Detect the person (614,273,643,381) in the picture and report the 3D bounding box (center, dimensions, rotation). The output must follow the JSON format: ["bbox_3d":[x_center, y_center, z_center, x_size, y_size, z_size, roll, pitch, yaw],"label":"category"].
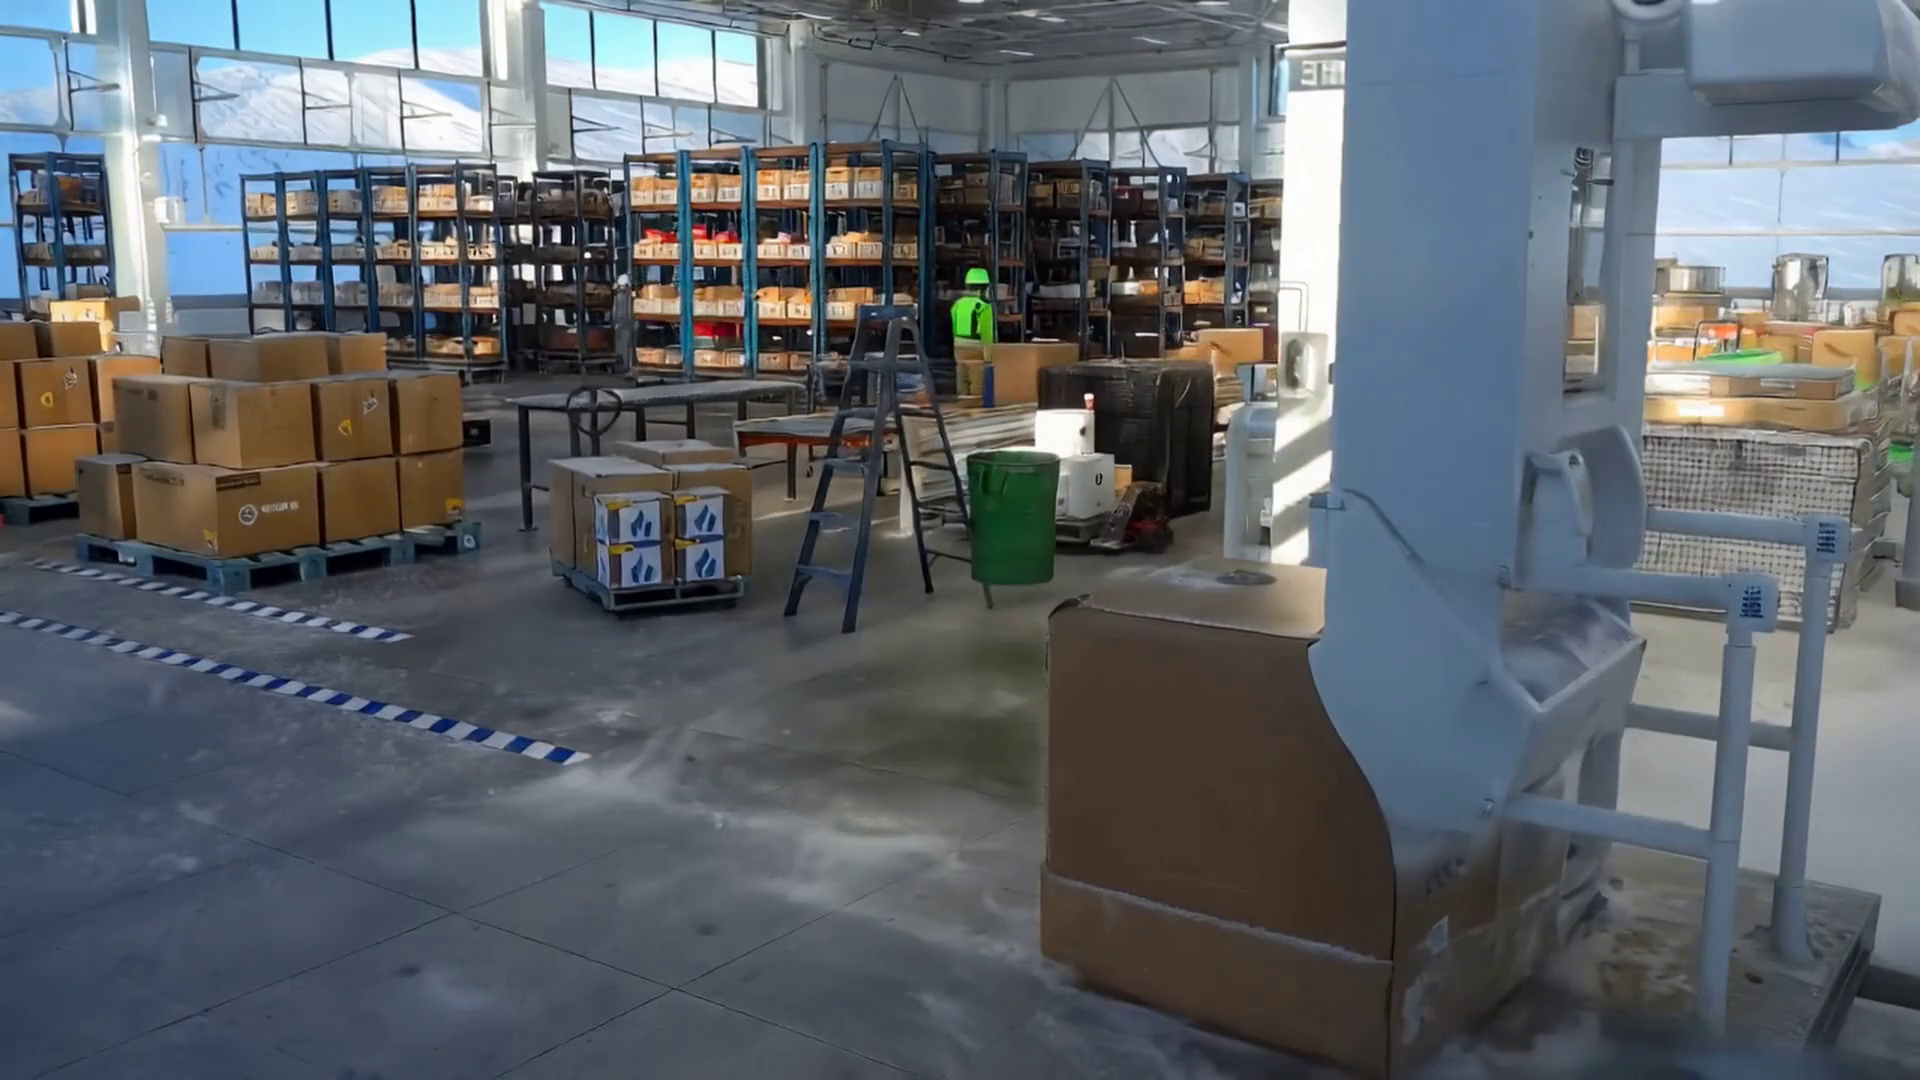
[{"bbox_3d":[-5.584,-3.591,28.086,0.610,1.816,0.553,7,12,35],"label":"person"}]

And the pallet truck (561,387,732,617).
[{"bbox_3d":[-1.981,-0.274,10.088,0.680,1.201,1.601,-5,11,-28],"label":"pallet truck"}]

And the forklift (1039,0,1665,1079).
[{"bbox_3d":[1.249,-0.137,4.360,1.873,2.768,1.129,7,12,35],"label":"forklift"}]

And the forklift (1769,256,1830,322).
[{"bbox_3d":[20.253,-5.854,40.139,1.157,1.987,2.680,7,12,35],"label":"forklift"}]

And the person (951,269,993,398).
[{"bbox_3d":[0.153,-2.023,18.406,0.425,1.938,0.603,-8,13,-40],"label":"person"}]

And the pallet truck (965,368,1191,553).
[{"bbox_3d":[0.845,-0.609,11.869,1.630,1.274,0.653,7,12,35],"label":"pallet truck"}]

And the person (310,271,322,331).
[{"bbox_3d":[-12.090,-4.187,31.578,0.565,1.837,0.396,4,10,23],"label":"person"}]

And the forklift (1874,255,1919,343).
[{"bbox_3d":[22.089,-5.634,38.796,1.157,1.987,2.680,6,11,33],"label":"forklift"}]
